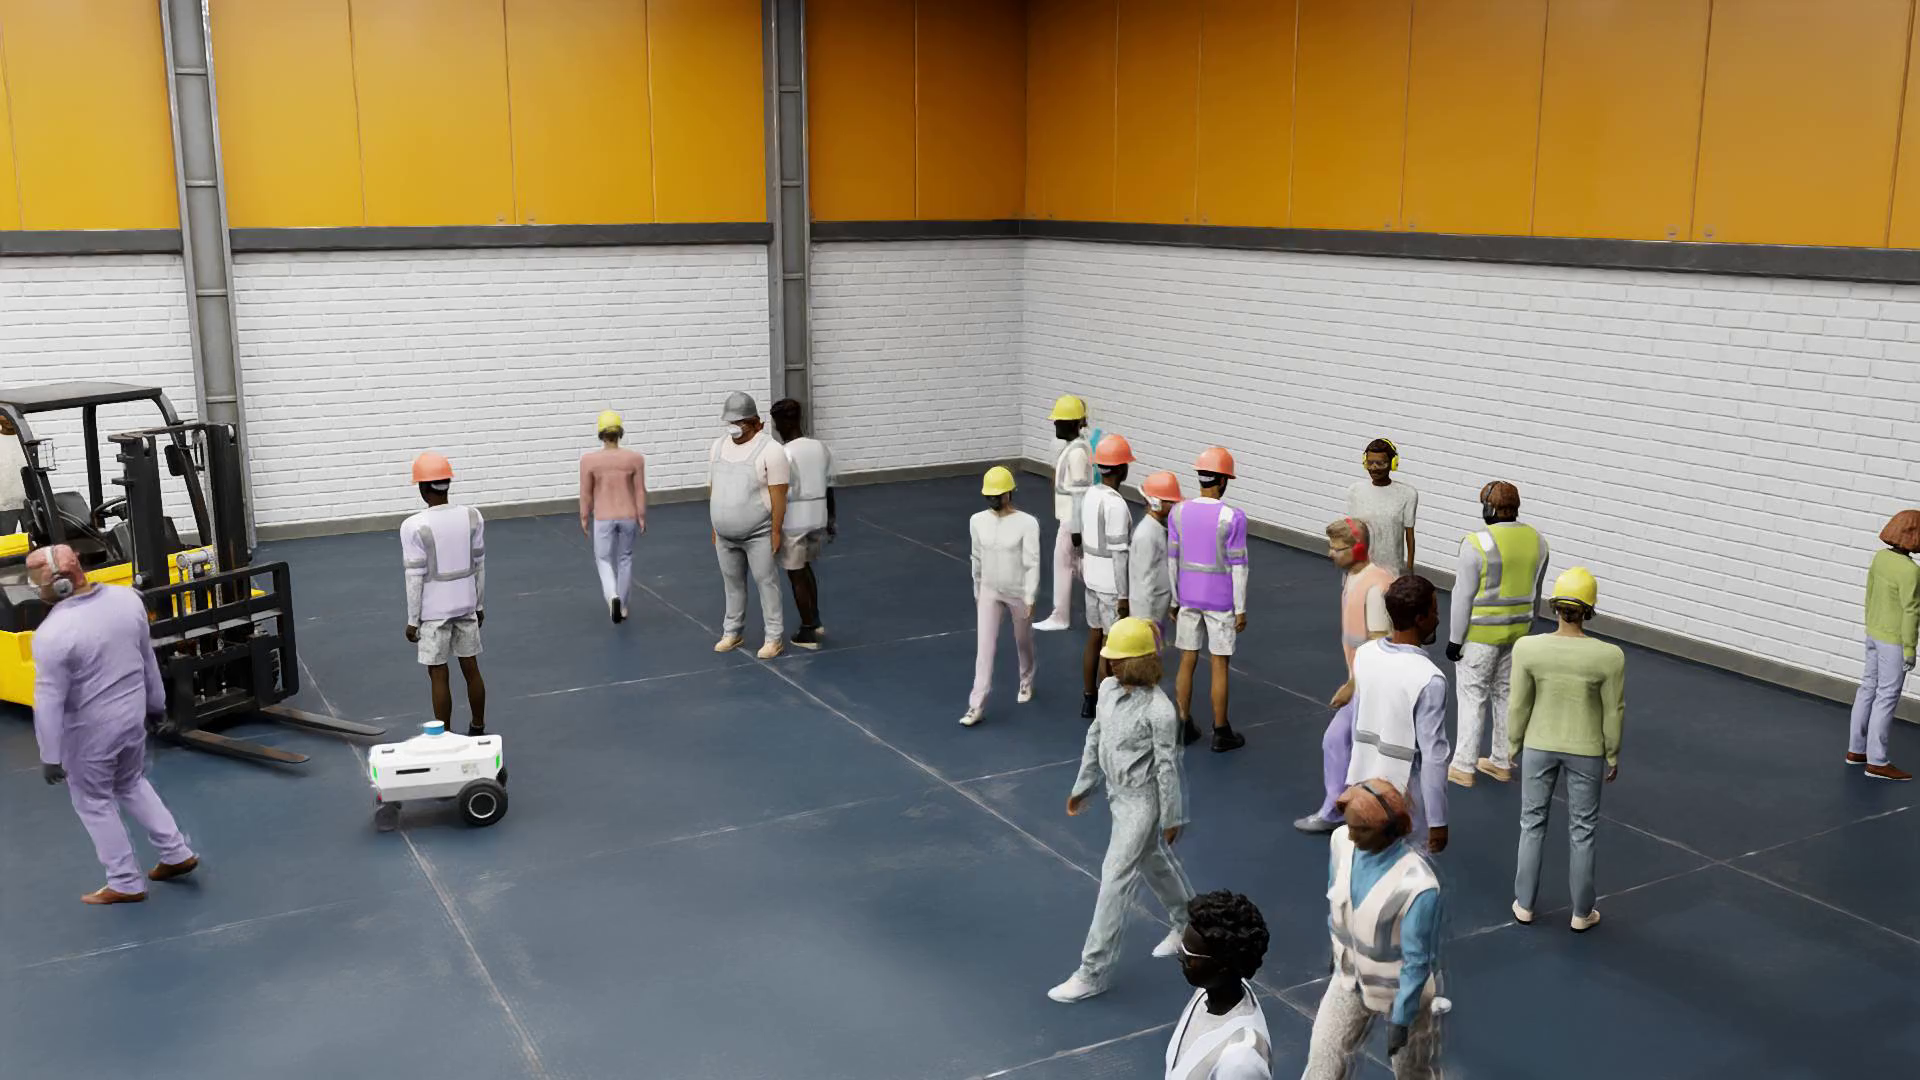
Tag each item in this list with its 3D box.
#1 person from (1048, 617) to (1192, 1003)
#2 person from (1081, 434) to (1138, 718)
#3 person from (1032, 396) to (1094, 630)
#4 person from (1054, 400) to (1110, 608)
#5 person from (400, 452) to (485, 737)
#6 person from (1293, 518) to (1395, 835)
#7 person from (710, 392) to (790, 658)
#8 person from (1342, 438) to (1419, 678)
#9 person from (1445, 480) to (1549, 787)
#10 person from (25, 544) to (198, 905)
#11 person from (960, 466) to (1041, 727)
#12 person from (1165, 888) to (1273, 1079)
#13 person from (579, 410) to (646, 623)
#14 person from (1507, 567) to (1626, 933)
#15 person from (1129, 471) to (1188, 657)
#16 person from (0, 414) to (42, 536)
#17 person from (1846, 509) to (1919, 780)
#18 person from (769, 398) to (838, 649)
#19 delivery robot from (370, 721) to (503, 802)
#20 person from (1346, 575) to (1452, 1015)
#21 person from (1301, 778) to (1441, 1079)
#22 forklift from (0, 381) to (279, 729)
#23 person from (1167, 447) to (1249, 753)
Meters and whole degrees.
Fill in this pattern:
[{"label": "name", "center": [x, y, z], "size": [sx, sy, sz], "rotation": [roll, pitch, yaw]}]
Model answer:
[{"label": "person", "center": [0.783, 1.150, 7.394], "size": [0.911, 1.697, 0.497], "rotation": [-6, 13, -25]}, {"label": "person", "center": [0.995, 0.272, 10.926], "size": [0.355, 1.939, 0.552], "rotation": [-4, 13, -18]}, {"label": "person", "center": [0.946, -0.204, 13.231], "size": [0.664, 1.909, 0.599], "rotation": [1, 12, 4]}, {"label": "person", "center": [1.058, -0.305, 13.975], "size": [0.574, 1.797, 0.504], "rotation": [-2, 12, -9]}, {"label": "person", "center": [-3.187, 0.414, 10.271], "size": [0.359, 1.936, 0.544], "rotation": [10, 16, 40]}, {"label": "person", "center": [2.184, 0.762, 9.005], "size": [0.846, 1.779, 0.574], "rotation": [1, 12, 5]}, {"label": "person", "center": [-1.631, -0.123, 12.540], "size": [0.684, 2.000, 0.536], "rotation": [6, 14, 27]}, {"label": "person", "center": [2.853, 0.225, 11.337], "size": [0.505, 1.864, 0.332], "rotation": [7, 14, 28]}, {"label": "person", "center": [3.158, 0.556, 9.867], "size": [0.638, 1.830, 0.429], "rotation": [-6, 13, -25]}, {"label": "person", "center": [-4.204, 0.911, 8.125], "size": [0.428, 1.866, 0.727], "rotation": [3, 12, 14]}, {"label": "person", "center": [0.306, 0.344, 11.146], "size": [0.536, 1.709, 0.969], "rotation": [5, 13, 21]}, {"label": "person", "center": [0.702, 1.757, 4.535], "size": [0.320, 1.697, 0.531], "rotation": [0, 12, -1]}, {"label": "person", "center": [-2.786, -0.168, 13.442], "size": [0.534, 1.746, 0.642], "rotation": [-4, 13, -18]}, {"label": "person", "center": [2.877, 0.997, 7.934], "size": [0.523, 1.769, 0.315], "rotation": [6, 13, 25]}, {"label": "person", "center": [1.270, 0.423, 10.693], "size": [0.367, 1.743, 0.572], "rotation": [3, 12, 15]}, {"label": "person", "center": [-7.686, -0.255, 13.562], "size": [0.329, 1.872, 0.510], "rotation": [10, 16, 40]}, {"label": "person", "center": [5.618, 0.617, 10.032], "size": [0.266, 1.631, 0.507], "rotation": [1, 12, 4]}, {"label": "person", "center": [-1.243, -0.129, 12.825], "size": [0.533, 1.931, 0.687], "rotation": [11, 17, 43]}, {"label": "delivery robot", "center": [-2.937, 1.260, 9.341], "size": [0.707, 0.478, 0.477], "rotation": [-3, 13, -16]}, {"label": "person", "center": [1.881, 1.088, 7.145], "size": [0.391, 1.922, 0.593], "rotation": [-4, 13, -20]}, {"label": "person", "center": [1.376, 1.555, 5.736], "size": [0.873, 1.581, 0.569], "rotation": [-7, 14, -30]}, {"label": "forklift", "center": [-5.853, 0.085, 11.199], "size": [2.313, 2.155, 1.214], "rotation": [7, 14, 28]}, {"label": "person", "center": [1.570, 0.374, 10.481], "size": [0.545, 1.927, 0.386], "rotation": [9, 15, 36]}]
